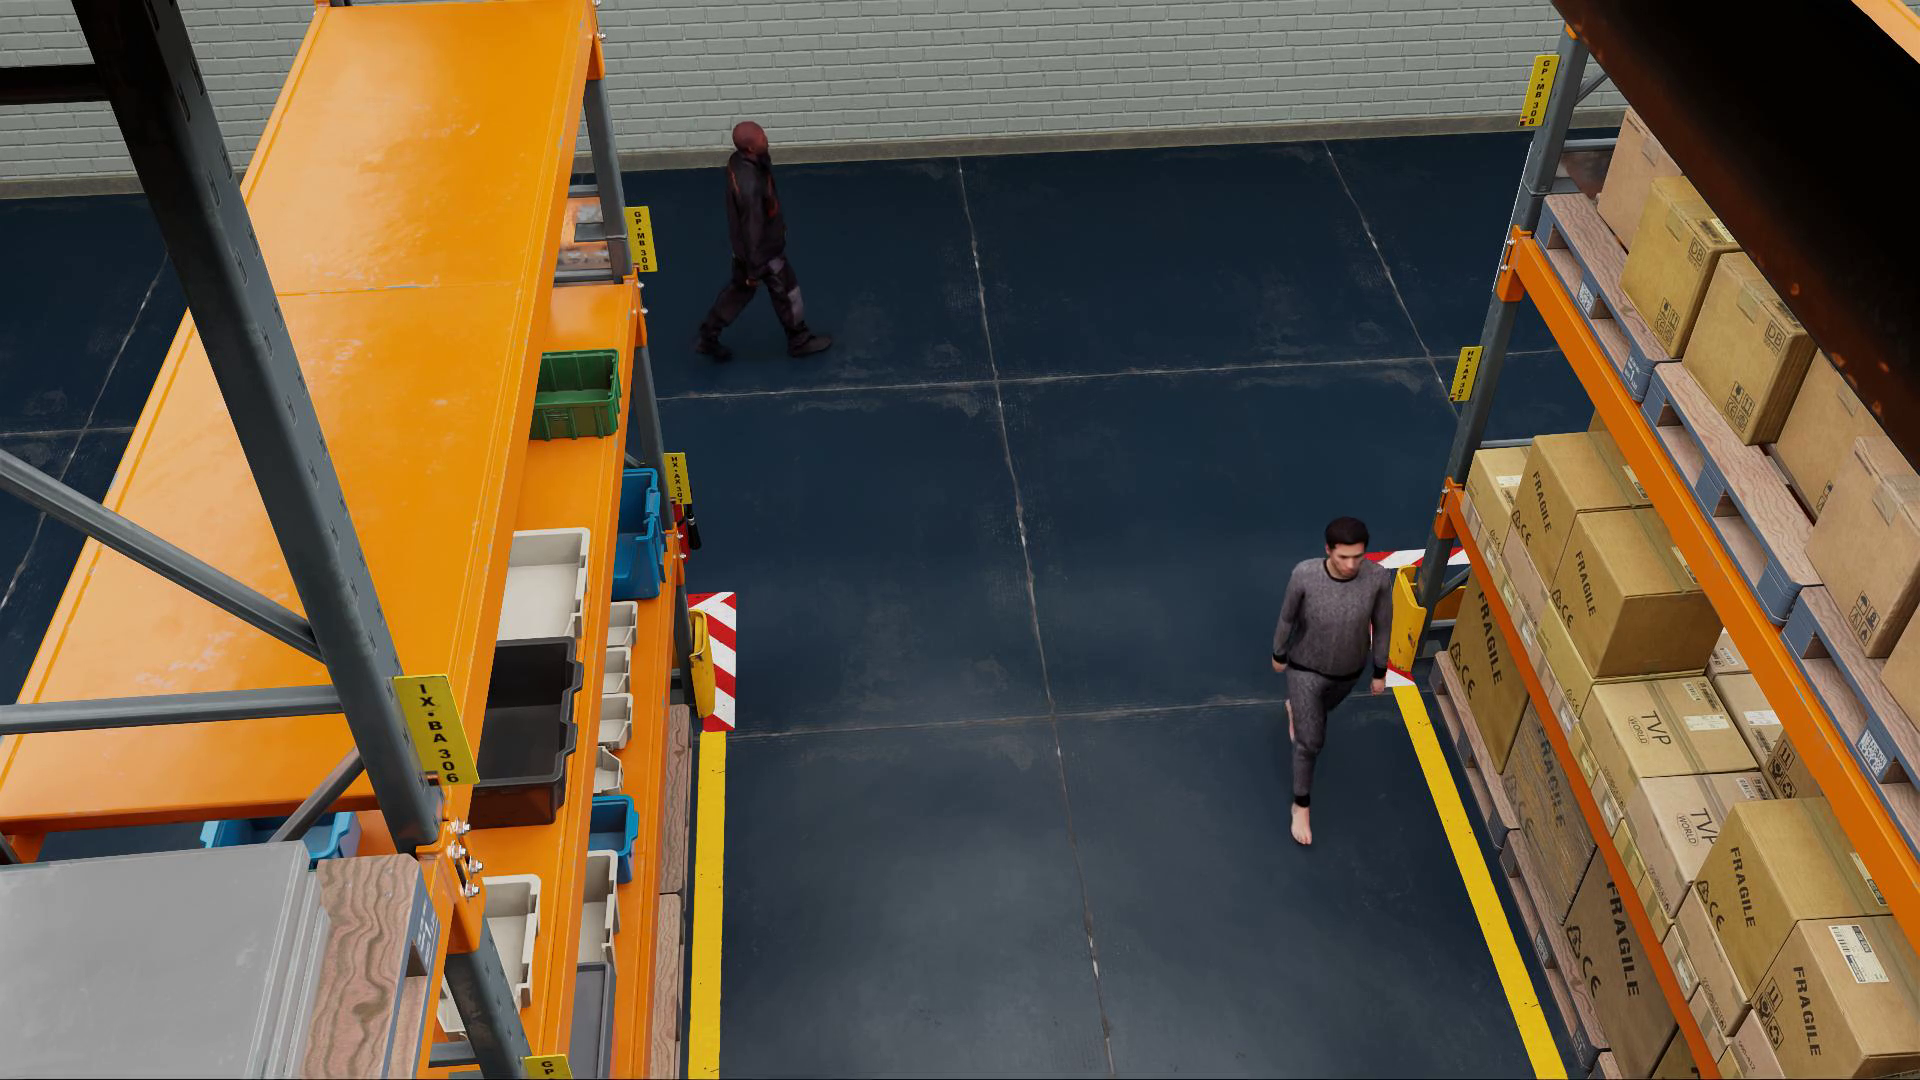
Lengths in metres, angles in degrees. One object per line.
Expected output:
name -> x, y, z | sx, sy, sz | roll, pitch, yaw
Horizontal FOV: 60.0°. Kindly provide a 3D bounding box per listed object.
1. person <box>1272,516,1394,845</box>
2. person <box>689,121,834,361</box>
person -> 1.796, 0.535, 8.199 | 0.719, 1.817, 1.131 | -2, 43, -2
person -> -1.427, -1.899, 10.807 | 0.971, 1.815, 1.221 | -14, 45, -15
